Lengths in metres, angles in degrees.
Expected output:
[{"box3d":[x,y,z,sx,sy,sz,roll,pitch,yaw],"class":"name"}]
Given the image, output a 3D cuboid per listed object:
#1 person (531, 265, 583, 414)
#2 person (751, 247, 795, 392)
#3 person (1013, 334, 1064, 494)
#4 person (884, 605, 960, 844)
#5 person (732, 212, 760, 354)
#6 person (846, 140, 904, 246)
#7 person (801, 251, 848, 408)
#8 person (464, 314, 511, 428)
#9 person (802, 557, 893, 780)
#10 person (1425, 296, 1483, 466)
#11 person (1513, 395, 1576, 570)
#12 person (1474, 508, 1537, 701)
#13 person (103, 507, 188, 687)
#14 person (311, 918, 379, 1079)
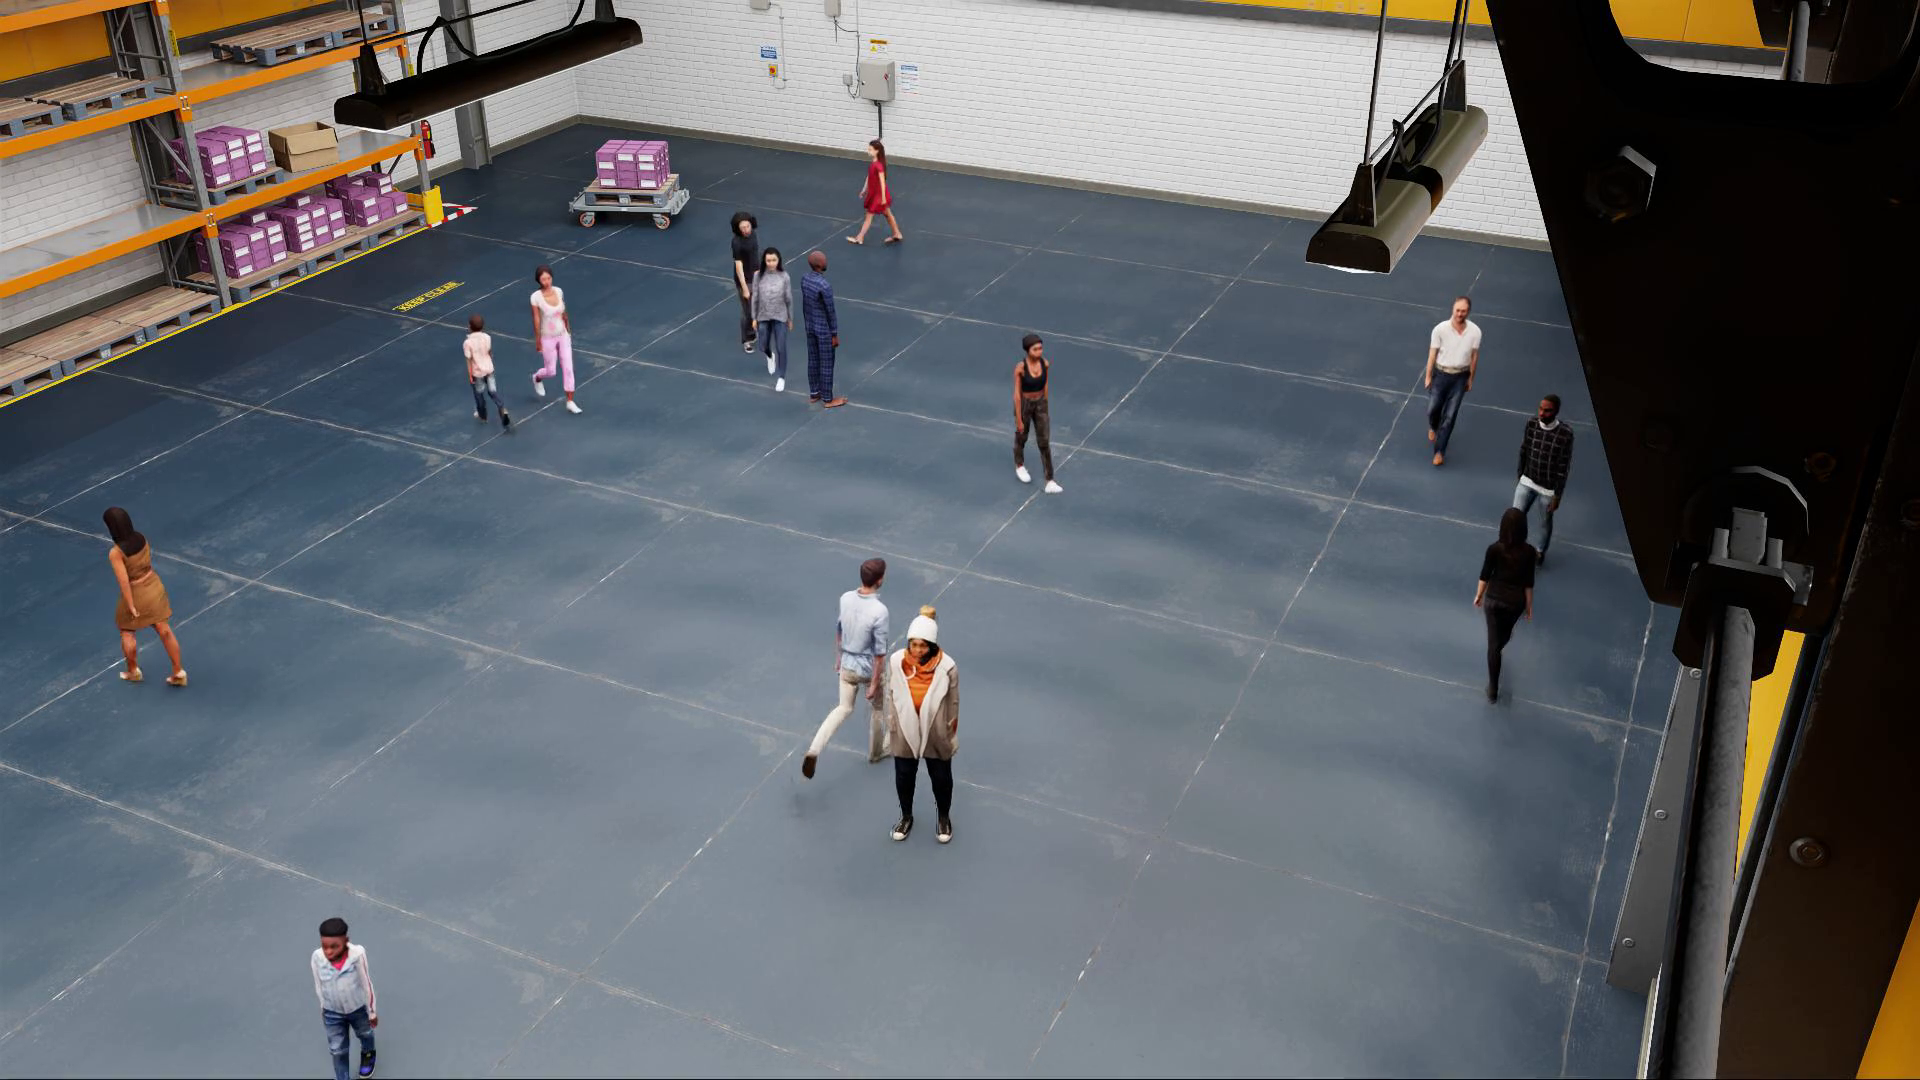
[{"box3d":[-4.614,-2.267,18.682,0.854,1.725,0.977,24,37,37],"class":"person"},{"box3d":[-2.165,-2.610,19.315,0.821,1.722,0.919,-1,29,-2],"class":"person"},{"box3d":[0.676,-1.342,17.046,1.056,1.668,1.070,-13,31,-22],"class":"person"},{"box3d":[-0.265,1.313,11.947,0.784,1.890,0.773,3,29,6],"class":"person"},{"box3d":[-2.597,-3.199,20.324,0.911,1.789,0.552,4,29,8],"class":"person"},{"box3d":[-1.102,-4.967,23.860,1.024,1.506,1.036,-7,29,-13],"class":"person"},{"box3d":[-1.579,-2.399,18.825,0.725,1.819,0.738,-25,37,-38],"class":"person"},{"box3d":[-5.236,-1.848,18.369,0.837,1.290,0.749,-25,37,-38],"class":"person"},{"box3d":[-0.805,1.035,12.542,0.849,1.808,1.188,21,35,34],"class":"person"},{"box3d":[5.210,-1.746,17.609,0.720,1.838,0.957,9,30,16],"class":"person"},{"box3d":[5.465,-0.551,15.467,0.829,1.791,0.972,21,35,34],"class":"person"},{"box3d":[4.470,0.564,13.615,0.783,1.607,1.091,5,29,10],"class":"person"},{"box3d":[-6.650,0.499,13.675,0.697,1.664,0.797,8,30,15],"class":"person"},{"box3d":[-3.674,2.739,10.009,0.736,1.242,0.847,-4,29,-8],"class":"person"}]
